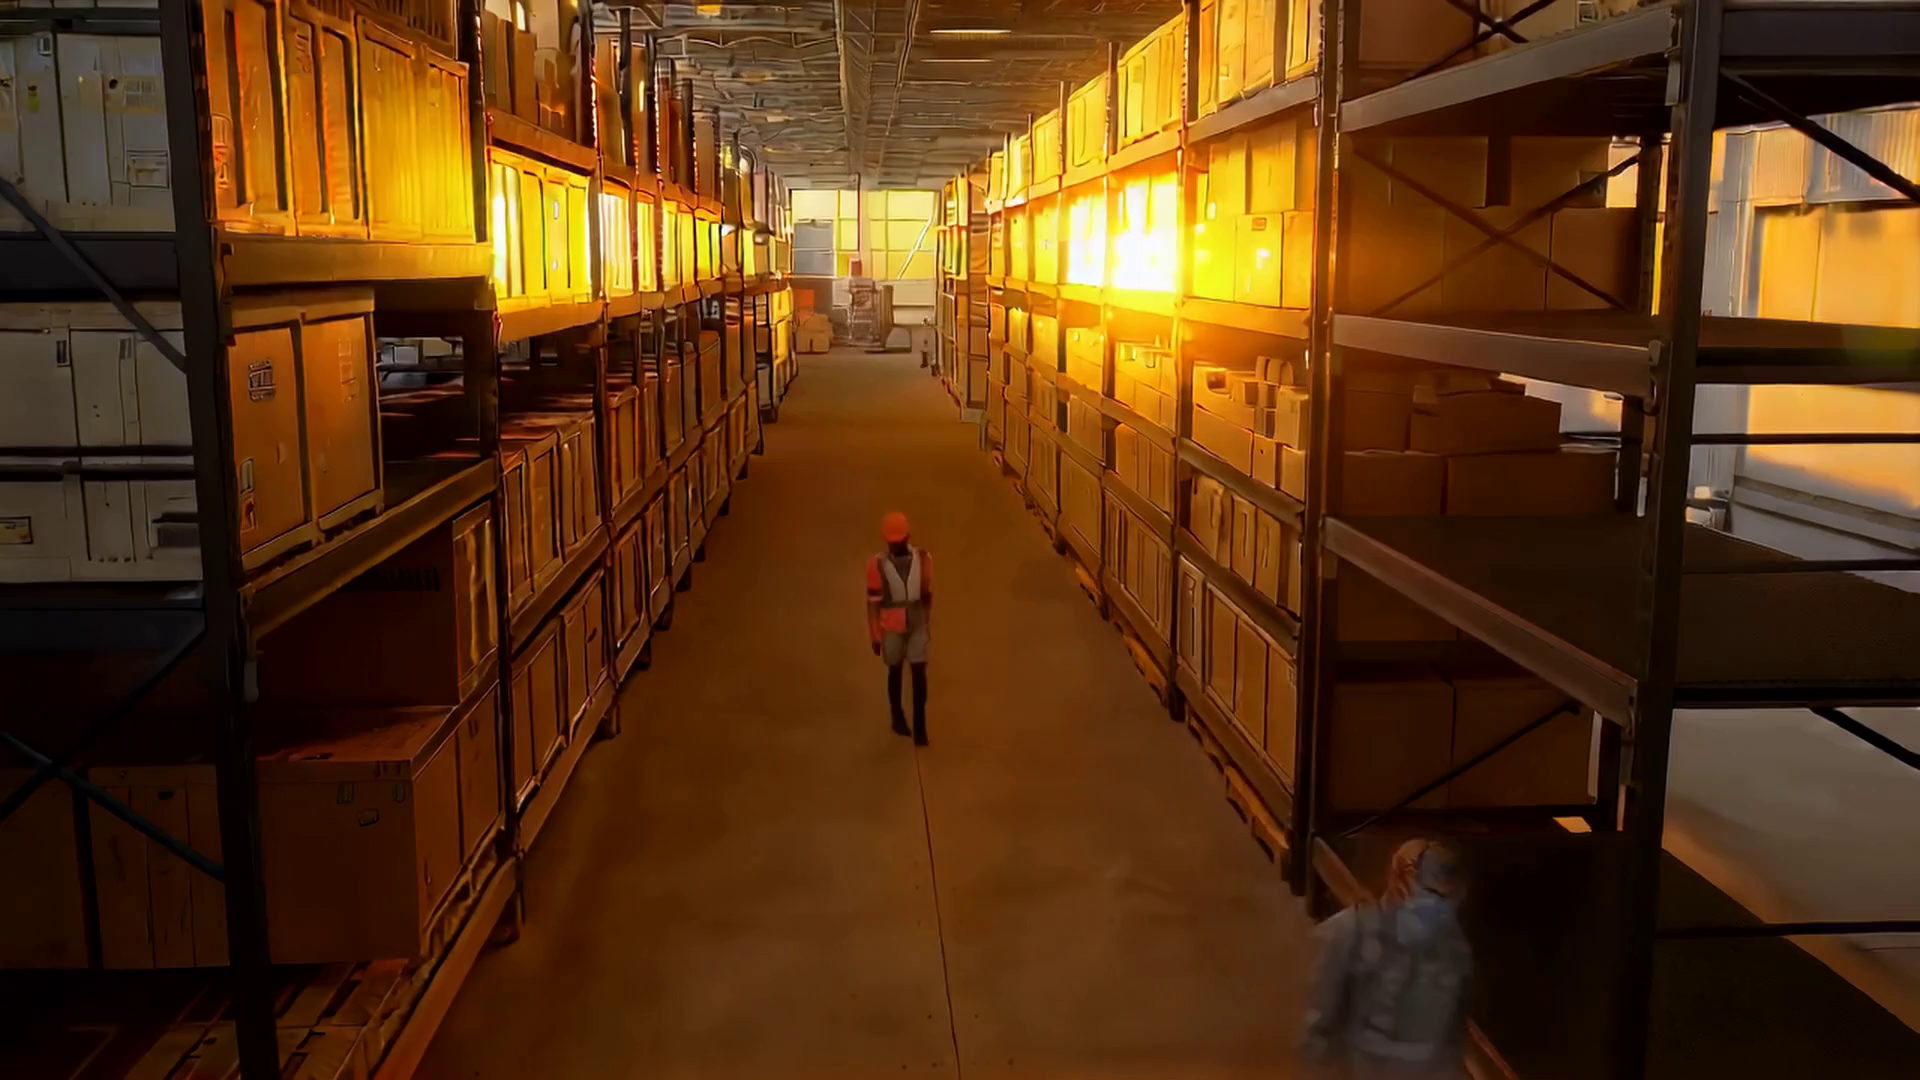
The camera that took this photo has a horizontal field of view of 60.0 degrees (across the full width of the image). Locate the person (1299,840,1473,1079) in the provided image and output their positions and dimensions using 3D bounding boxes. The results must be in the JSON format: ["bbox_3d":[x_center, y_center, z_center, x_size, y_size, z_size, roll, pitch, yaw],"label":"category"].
[{"bbox_3d":[1.487,1.935,5.934,0.648,1.869,0.741,-1,10,-7],"label":"person"}]

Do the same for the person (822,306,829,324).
[{"bbox_3d":[-6.585,-10.586,81.261,0.322,1.690,0.532,-4,10,-21],"label":"person"}]

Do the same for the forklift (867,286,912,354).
[{"bbox_3d":[-2.934,-9.122,68.957,1.873,2.768,1.129,-1,10,-3],"label":"forklift"}]

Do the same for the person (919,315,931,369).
[{"bbox_3d":[-1.277,-7.105,59.779,0.423,1.914,0.561,3,10,17],"label":"person"}]

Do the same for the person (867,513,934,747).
[{"bbox_3d":[-0.462,0.702,13.253,0.552,1.879,0.884,-2,10,-11],"label":"person"}]

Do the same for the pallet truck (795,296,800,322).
[{"bbox_3d":[-8.622,-12.439,91.403,1.885,1.965,0.823,2,10,13],"label":"pallet truck"}]
